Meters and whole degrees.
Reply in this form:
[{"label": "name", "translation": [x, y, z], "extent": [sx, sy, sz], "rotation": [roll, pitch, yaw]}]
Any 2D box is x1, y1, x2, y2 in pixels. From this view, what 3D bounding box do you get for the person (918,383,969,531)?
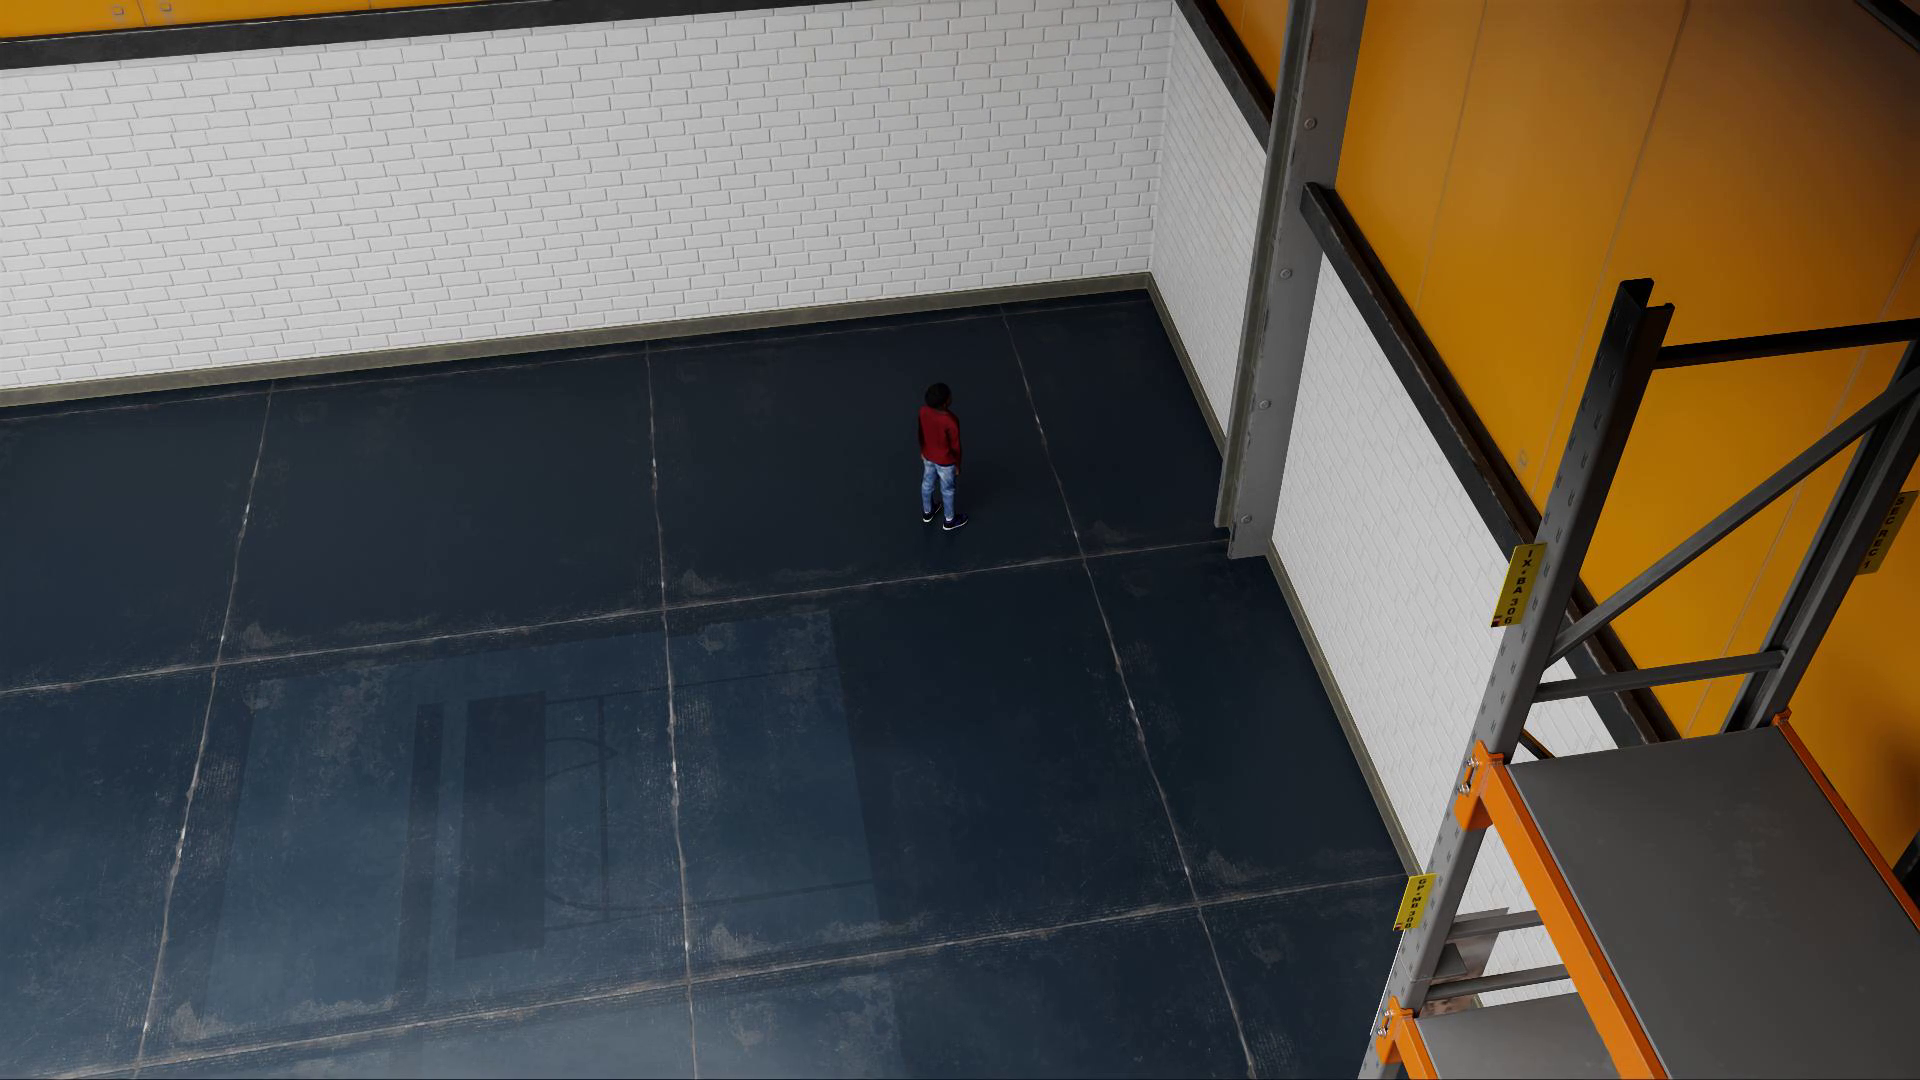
[{"label": "person", "translation": [-0.144, -0.607, 11.840], "extent": [0.577, 1.255, 0.640], "rotation": [26, 50, 25]}]
